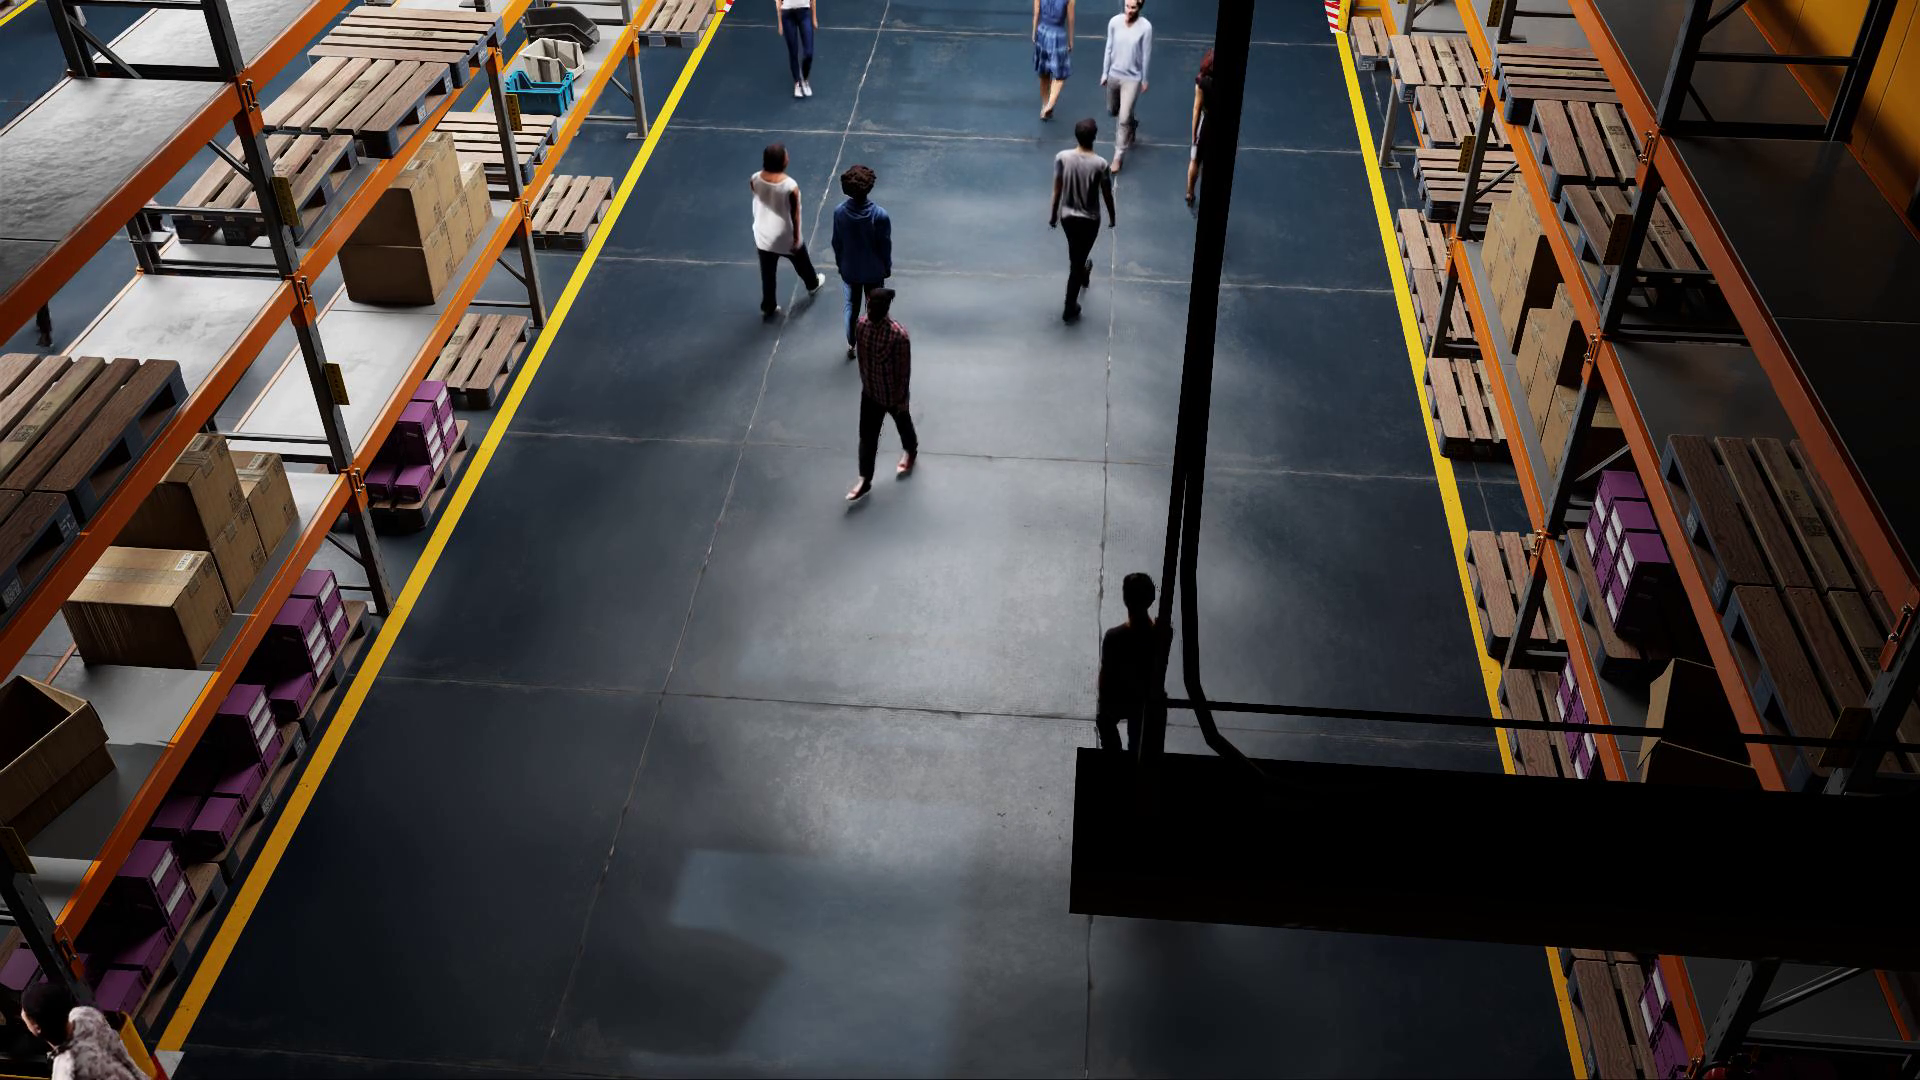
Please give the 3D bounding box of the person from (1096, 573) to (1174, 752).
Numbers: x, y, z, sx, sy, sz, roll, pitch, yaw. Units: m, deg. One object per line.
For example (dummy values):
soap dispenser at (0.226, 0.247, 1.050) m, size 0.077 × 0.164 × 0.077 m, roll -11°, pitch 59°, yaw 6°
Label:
person at (1.092, 0.959, 10.257) m, size 0.732 × 1.705 × 0.799 m, roll -10°, pitch 40°, yaw -12°

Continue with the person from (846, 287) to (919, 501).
person at (-0.528, -1.196, 12.942) m, size 0.982 × 1.723 × 1.205 m, roll 19°, pitch 42°, yaw 22°

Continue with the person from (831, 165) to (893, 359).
person at (-0.841, -2.386, 14.362) m, size 0.692 × 1.810 × 0.584 m, roll 6°, pitch 39°, yaw 8°

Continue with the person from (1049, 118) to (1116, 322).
person at (1.037, -2.827, 14.899) m, size 0.974 × 1.829 × 1.228 m, roll 16°, pitch 41°, yaw 19°

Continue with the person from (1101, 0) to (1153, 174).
person at (1.750, -4.844, 17.395) m, size 0.986 × 1.867 × 1.259 m, roll 19°, pitch 42°, yaw 22°

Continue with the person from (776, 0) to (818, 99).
person at (-1.851, -5.881, 18.776) m, size 0.667 × 1.764 × 0.656 m, roll -6°, pitch 39°, yaw -7°

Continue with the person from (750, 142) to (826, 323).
person at (-1.663, -2.732, 14.920) m, size 0.875 × 1.655 × 1.126 m, roll 16°, pitch 41°, yaw 19°

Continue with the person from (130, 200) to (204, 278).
person at (-6.489, -2.060, 13.954) m, size 0.763 × 1.810 × 1.216 m, roll -1°, pitch 39°, yaw -1°

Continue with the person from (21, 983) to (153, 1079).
person at (-3.946, 2.727, 7.995) m, size 0.947 × 1.766 × 1.203 m, roll -7°, pitch 39°, yaw -9°

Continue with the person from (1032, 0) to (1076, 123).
person at (0.974, -5.330, 18.067) m, size 0.797 × 1.786 × 0.914 m, roll 14°, pitch 41°, yaw 17°
